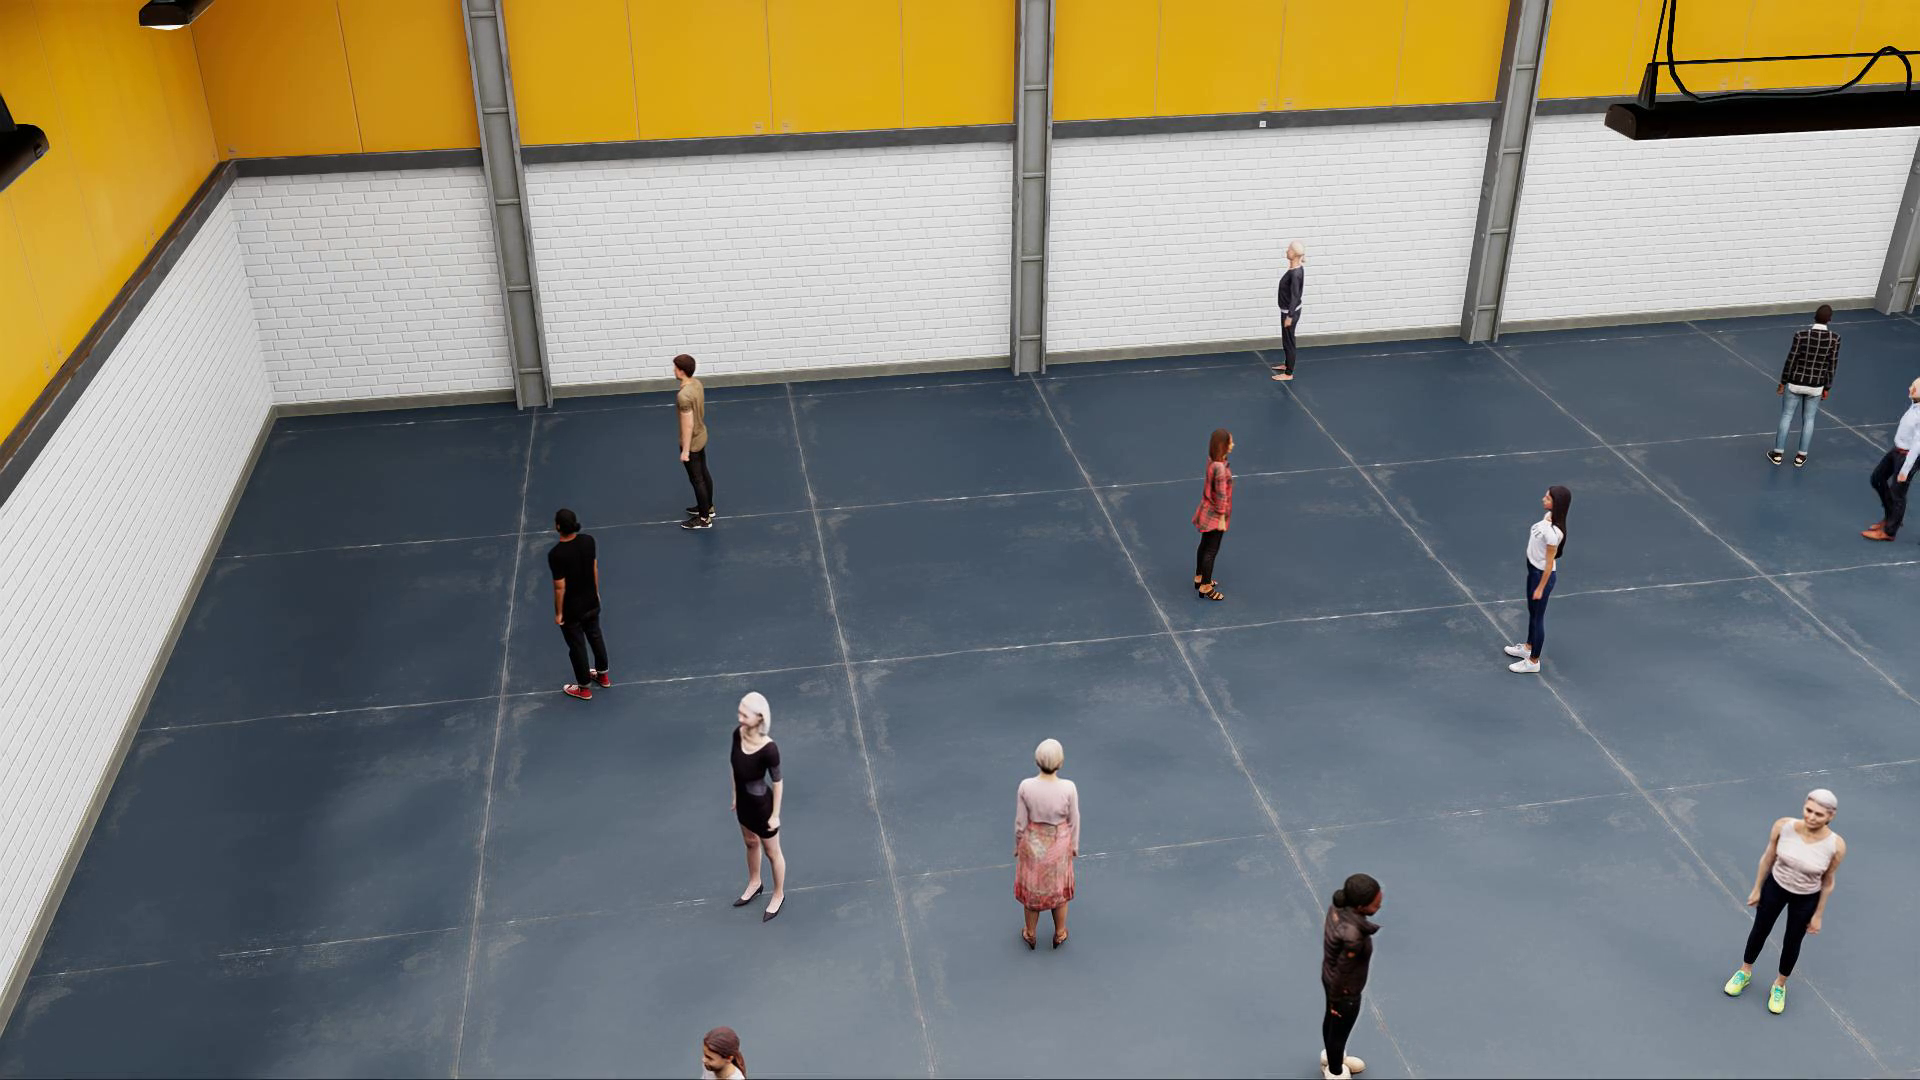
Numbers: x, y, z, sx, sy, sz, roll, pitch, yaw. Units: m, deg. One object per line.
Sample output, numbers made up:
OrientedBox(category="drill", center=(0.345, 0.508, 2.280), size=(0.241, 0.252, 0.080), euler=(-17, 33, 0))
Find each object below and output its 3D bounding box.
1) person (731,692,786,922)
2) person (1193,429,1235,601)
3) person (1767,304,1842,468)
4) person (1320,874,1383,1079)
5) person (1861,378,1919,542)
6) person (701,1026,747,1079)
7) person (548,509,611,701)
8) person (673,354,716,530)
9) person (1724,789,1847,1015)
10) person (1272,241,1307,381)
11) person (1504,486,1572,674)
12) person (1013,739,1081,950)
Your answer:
OrientedBox(category="person", center=(-1.404, 1.840, 11.571), size=(0.640, 1.829, 0.684), euler=(21, 35, 34))
OrientedBox(category="person", center=(2.379, -0.258, 15.551), size=(0.580, 1.702, 0.636), euler=(-2, 29, -3))
OrientedBox(category="person", center=(9.165, -1.681, 18.038), size=(0.652, 1.819, 0.805), euler=(8, 30, 15))
OrientedBox(category="person", center=(2.326, 2.710, 10.152), size=(0.607, 1.661, 0.667), euler=(-5, 29, -8))
OrientedBox(category="person", center=(9.413, -0.778, 16.423), size=(0.765, 1.781, 0.770), euler=(6, 29, 11))
OrientedBox(category="person", center=(-1.277, 3.286, 9.199), size=(0.658, 1.563, 0.622), euler=(-24, 37, -37))
OrientedBox(category="person", center=(-3.232, 0.526, 14.056), size=(0.762, 1.757, 0.697), euler=(19, 34, 31))
OrientedBox(category="person", center=(-2.691, -1.003, 16.762), size=(0.661, 1.851, 0.720), euler=(2, 29, 4))
OrientedBox(category="person", center=(5.414, 2.315, 10.834), size=(0.680, 1.702, 0.731), euler=(20, 35, 33))
OrientedBox(category="person", center=(4.024, -2.802, 20.190), size=(0.656, 1.725, 0.677), euler=(7, 29, 12))
OrientedBox(category="person", center=(5.037, 0.329, 14.398), size=(0.633, 1.775, 0.656), euler=(6, 29, 10))
OrientedBox(category="person", center=(0.586, 2.077, 11.281), size=(0.562, 1.692, 0.702), euler=(1, 29, 2))
